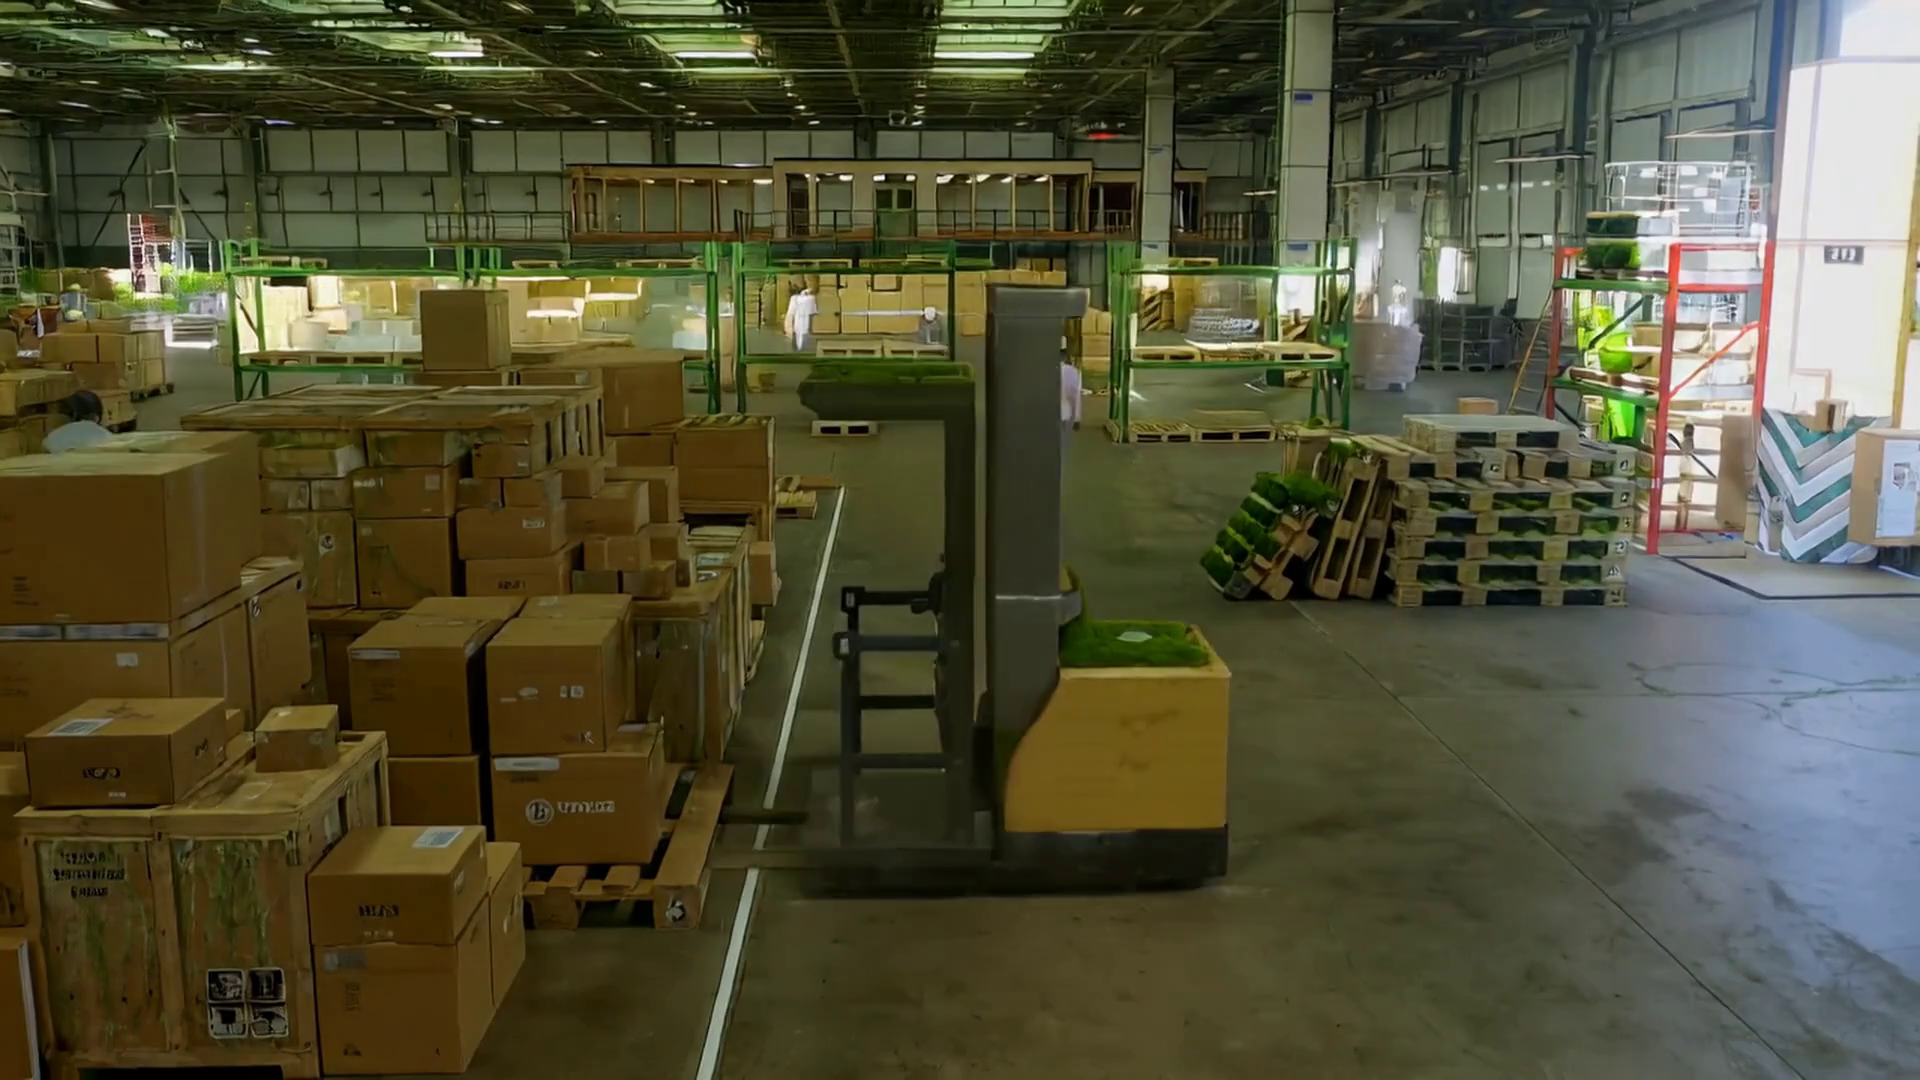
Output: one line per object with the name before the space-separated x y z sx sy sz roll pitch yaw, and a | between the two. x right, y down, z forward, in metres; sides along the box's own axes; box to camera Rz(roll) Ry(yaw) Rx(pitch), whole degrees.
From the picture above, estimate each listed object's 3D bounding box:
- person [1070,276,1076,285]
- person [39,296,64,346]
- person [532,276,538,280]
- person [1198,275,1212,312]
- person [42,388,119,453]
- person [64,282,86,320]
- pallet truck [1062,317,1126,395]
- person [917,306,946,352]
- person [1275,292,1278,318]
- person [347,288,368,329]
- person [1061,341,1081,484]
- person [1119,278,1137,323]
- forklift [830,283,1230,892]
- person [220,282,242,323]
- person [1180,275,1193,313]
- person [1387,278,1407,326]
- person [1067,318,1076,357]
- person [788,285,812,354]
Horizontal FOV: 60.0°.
person | 3.799 -7.950 56.051 0.355 1.882 0.576 -7 12 -34
person | -19.783 -4.392 36.275 0.538 1.866 0.312 -4 11 -19
person | -15.874 -9.061 62.341 0.506 1.847 0.346 -6 12 -30
person | 8.931 -8.877 61.088 0.830 1.917 0.644 8 13 39
person | -6.795 -0.214 12.884 0.660 1.912 0.723 1 10 4
person | -23.842 -5.977 44.902 0.548 1.938 0.358 0 10 1
pallet truck | 2.483 -3.881 33.060 1.885 1.965 0.823 -7 13 -36
person | -0.567 -3.473 31.228 0.627 1.840 0.429 -8 13 -37
person | 7.426 -4.796 38.372 0.383 1.922 0.587 -6 12 -32
person | -16.725 -6.100 46.107 0.530 1.746 0.631 2 10 9
person | 1.168 -1.525 20.264 0.615 1.871 0.976 1 10 4
person | 6.179 -8.814 61.360 0.852 1.709 0.484 6 12 30
forklift | 0.315 0.172 8.022 1.873 2.768 1.129 0 10 -2
person | -20.845 -6.464 47.618 0.547 1.938 0.359 -3 11 -17
person | 9.719 -10.685 71.109 0.591 1.956 0.842 2 10 8
person | 14.523 -7.769 55.224 0.636 1.818 0.764 4 11 20
person | 2.849 -5.771 43.925 1.000 1.891 0.553 10 14 43
person | -4.232 -5.802 44.029 0.663 1.899 0.673 0 10 2
